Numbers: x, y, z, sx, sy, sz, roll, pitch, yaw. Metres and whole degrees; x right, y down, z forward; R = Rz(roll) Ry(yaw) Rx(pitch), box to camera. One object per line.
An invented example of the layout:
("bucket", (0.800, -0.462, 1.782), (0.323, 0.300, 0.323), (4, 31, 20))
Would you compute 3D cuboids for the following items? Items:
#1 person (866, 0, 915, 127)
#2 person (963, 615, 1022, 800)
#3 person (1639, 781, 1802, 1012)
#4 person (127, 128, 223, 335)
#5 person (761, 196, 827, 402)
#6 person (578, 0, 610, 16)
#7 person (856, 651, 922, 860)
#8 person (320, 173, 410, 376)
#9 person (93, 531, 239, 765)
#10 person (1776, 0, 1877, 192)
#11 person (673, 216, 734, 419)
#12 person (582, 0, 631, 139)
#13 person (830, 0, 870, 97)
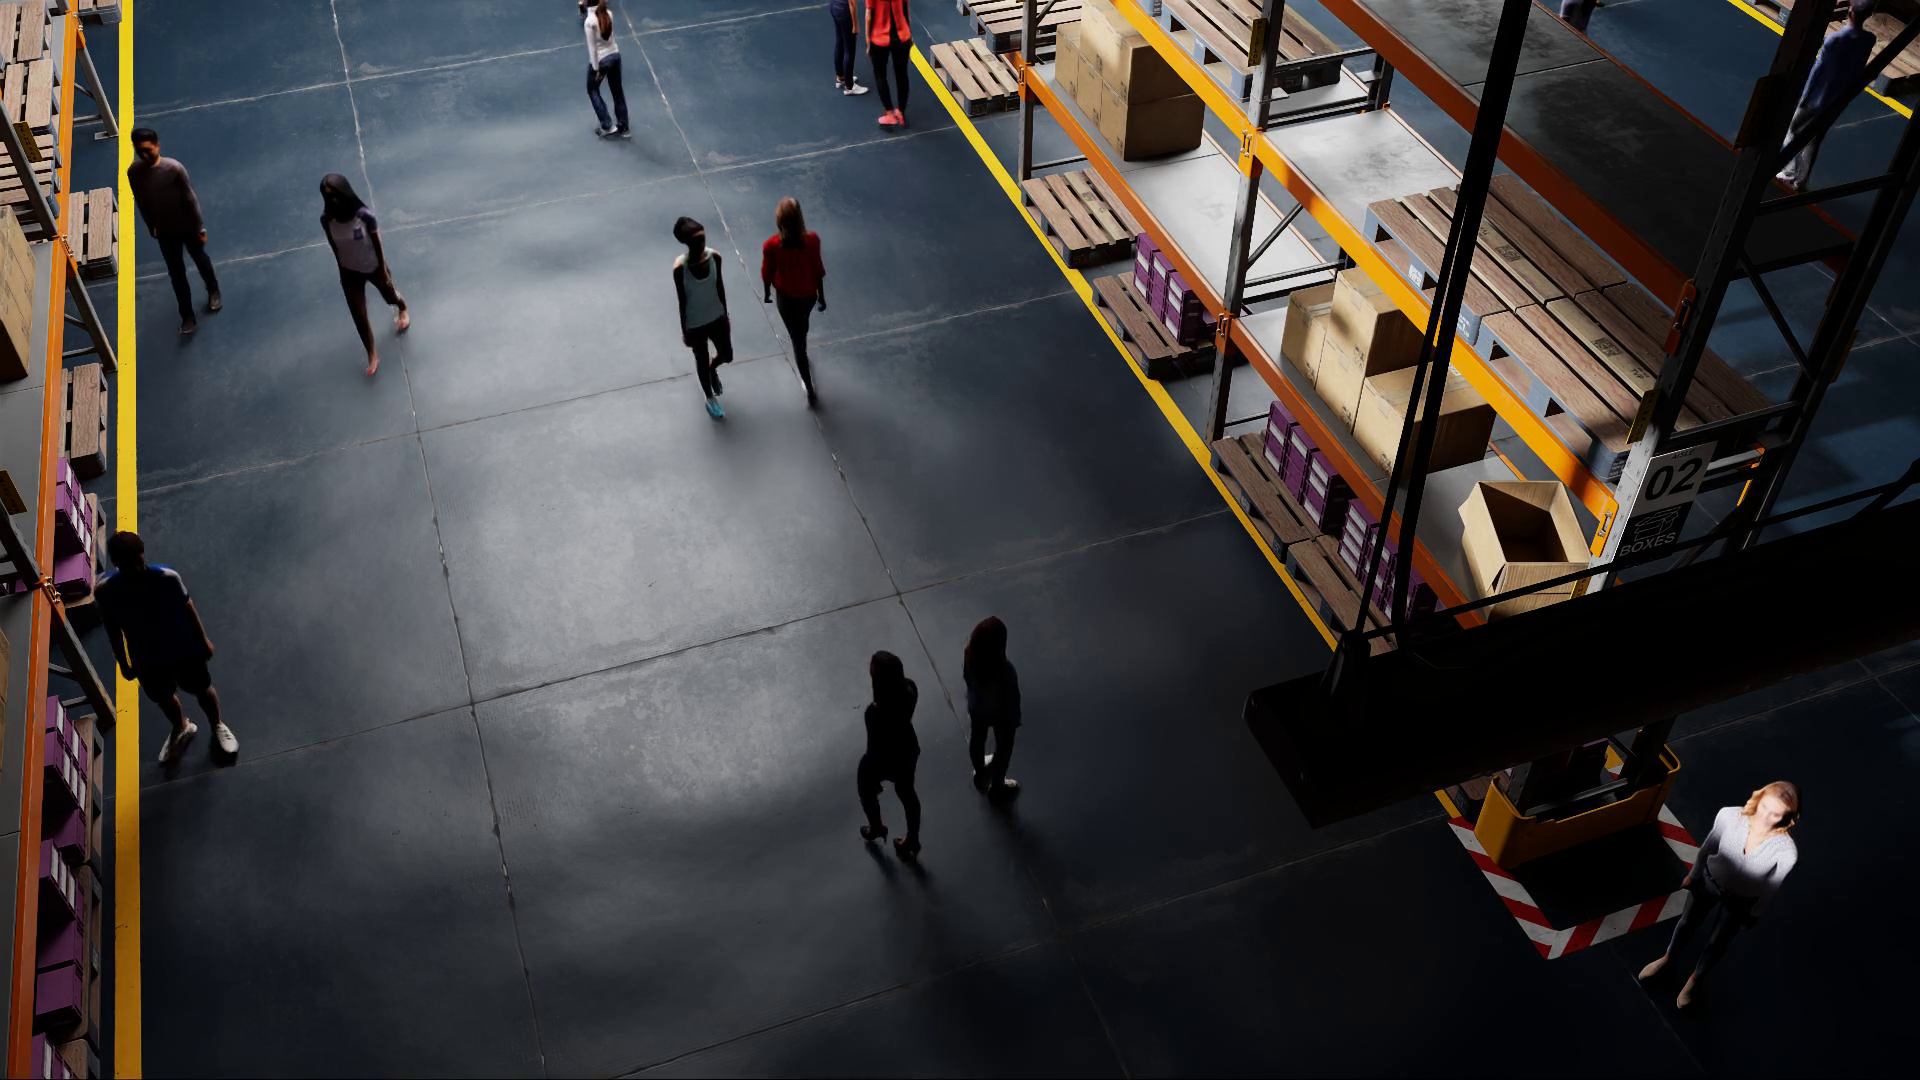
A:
("person", (-0.662, -4.768, 16.019), (0.648, 1.666, 0.706), (-12, 45, -13))
("person", (0.169, 1.012, 10.086), (0.624, 1.482, 0.725), (27, 50, 26))
("person", (4.122, 1.887, 8.939), (0.721, 1.796, 0.587), (-32, 52, -29))
("person", (-6.428, -2.634, 13.724), (0.803, 1.743, 1.032), (-8, 44, -8))
("person", (-1.261, -1.829, 12.941), (0.669, 1.656, 1.097), (-12, 45, -12))
("person", (-3.984, -6.458, 17.802), (0.932, 1.653, 1.144), (6, 44, 6))
("person", (-0.331, 1.315, 9.640), (0.770, 1.657, 0.715), (32, 52, 29))
("person", (-4.756, -2.233, 13.352), (0.772, 1.674, 1.119), (-4, 44, -4))
("person", (-4.905, 0.645, 10.194), (0.725, 1.863, 0.616), (-11, 45, -12))
("person", (7.860, -3.978, 15.037), (0.749, 1.876, 0.746), (0, 44, 0))
("person", (-2.020, -1.732, 12.767), (0.647, 1.755, 0.752), (-23, 48, -22))
("person", (-3.326, -4.528, 15.857), (0.682, 1.541, 0.623), (31, 52, 28))
("person", (-1.145, -5.236, 16.538), (0.633, 1.628, 0.467), (-17, 46, -17))
